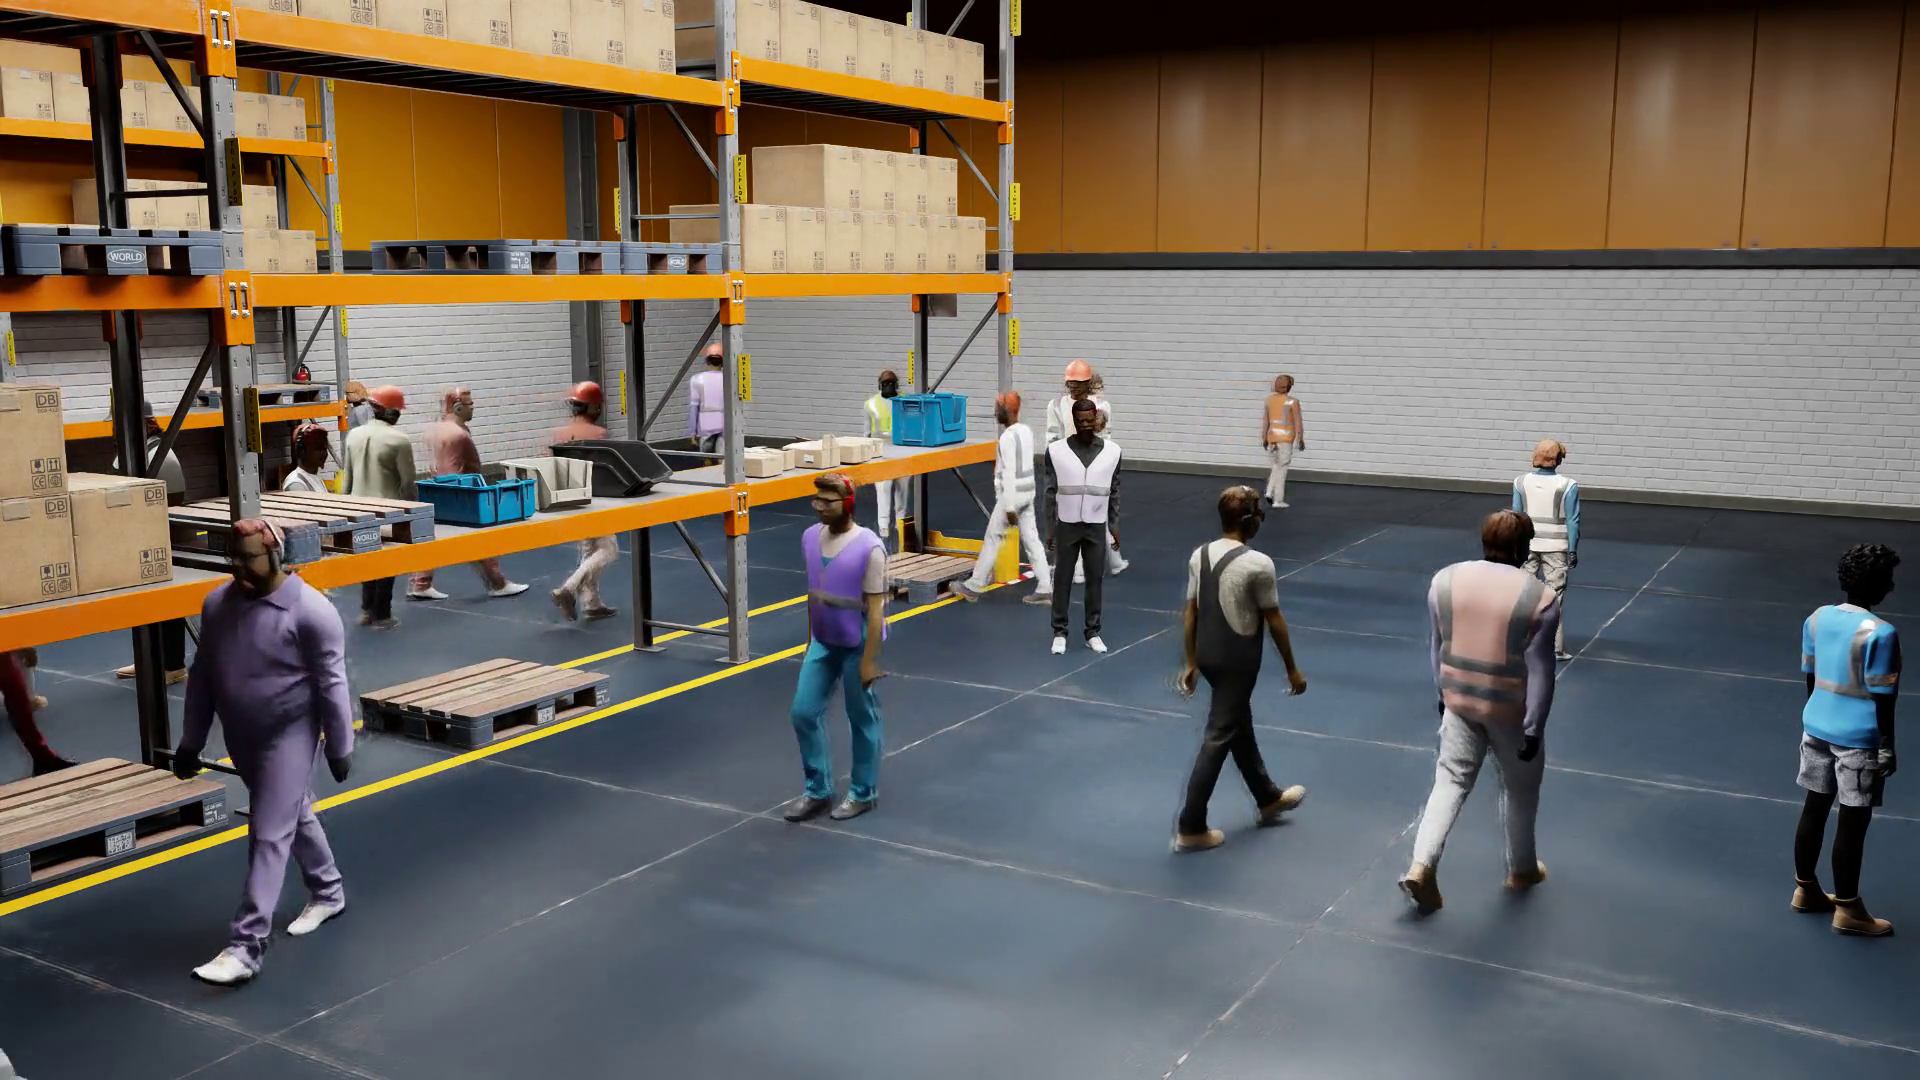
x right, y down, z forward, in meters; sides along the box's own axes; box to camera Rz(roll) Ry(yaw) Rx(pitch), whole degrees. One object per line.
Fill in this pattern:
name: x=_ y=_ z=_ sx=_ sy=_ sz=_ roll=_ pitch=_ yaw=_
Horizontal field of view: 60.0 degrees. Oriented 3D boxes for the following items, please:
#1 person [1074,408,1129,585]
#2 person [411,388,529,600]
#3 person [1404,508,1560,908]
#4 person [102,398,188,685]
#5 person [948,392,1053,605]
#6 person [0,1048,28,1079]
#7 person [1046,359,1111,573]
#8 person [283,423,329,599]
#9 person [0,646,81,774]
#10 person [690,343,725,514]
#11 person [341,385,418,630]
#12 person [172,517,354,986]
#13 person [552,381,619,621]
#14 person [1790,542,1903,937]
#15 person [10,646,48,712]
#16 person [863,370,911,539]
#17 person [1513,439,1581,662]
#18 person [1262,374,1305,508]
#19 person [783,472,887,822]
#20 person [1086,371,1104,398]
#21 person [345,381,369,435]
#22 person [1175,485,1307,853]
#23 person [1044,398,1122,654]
person: x=1.283 y=-0.413 z=15.348 sx=0.517 sy=1.602 sz=0.818 roll=5 pitch=10 yaw=30
person: x=-4.337 y=-0.394 z=14.457 sx=0.991 sy=1.853 sz=0.666 roll=-4 pitch=10 yaw=-25
person: x=2.358 y=0.752 z=7.469 sx=0.622 sy=1.808 sz=0.904 roll=8 pitch=12 yaw=41
person: x=-5.663 y=-0.008 z=11.469 sx=0.688 sy=2.000 sz=0.536 roll=8 pitch=12 yaw=41
person: x=0.403 y=-0.352 z=14.271 sx=0.844 sy=1.856 sz=0.589 roll=5 pitch=10 yaw=27
person: x=-3.320 y=1.089 z=5.174 sx=1.009 sy=1.856 sz=0.615 roll=-7 pitch=12 yaw=-38
person: x=1.111 y=-0.682 z=15.680 sx=0.613 sy=2.039 sz=0.393 roll=1 pitch=9 yaw=7
person: x=-4.177 y=0.189 z=10.731 sx=0.337 sy=1.882 sz=0.585 roll=-2 pitch=9 yaw=-12
person: x=-5.342 y=0.541 z=9.095 sx=0.538 sy=1.731 sz=0.917 roll=6 pitch=11 yaw=34
person: x=-2.900 y=-1.348 z=19.938 sx=0.627 sy=2.002 sz=0.957 roll=-1 pitch=9 yaw=-4
person: x=-4.620 y=-0.256 z=13.323 sx=0.637 sy=1.959 sz=0.524 roll=4 pitch=10 yaw=23
person: x=-2.881 y=0.830 z=6.828 sx=0.646 sy=1.854 sz=1.004 roll=4 pitch=10 yaw=24
person: x=-3.043 y=-0.293 z=13.445 sx=0.631 sy=1.975 sz=0.596 roll=8 pitch=12 yaw=40
person: x=3.850 y=0.850 z=7.199 sx=0.321 sy=1.692 sz=0.530 roll=-1 pitch=9 yaw=-9
person: x=-6.144 y=0.253 z=10.542 sx=0.649 sy=1.820 sz=0.605 roll=1 pitch=9 yaw=6
person: x=-0.735 y=-0.957 z=18.127 sx=0.627 sy=1.822 sz=0.815 roll=-1 pitch=9 yaw=-8
person: x=4.281 y=0.078 z=12.189 sx=0.510 sy=1.639 sz=0.308 roll=8 pitch=12 yaw=42
person: x=3.910 y=-1.190 z=20.157 sx=0.395 sy=1.627 sz=0.533 roll=-7 pitch=11 yaw=-36
person: x=-0.674 y=0.567 z=8.522 sx=0.596 sy=1.826 sz=0.642 roll=8 pitch=12 yaw=40
person: x=1.214 y=-0.661 z=15.914 sx=0.455 sy=1.917 sz=0.630 roll=7 pitch=11 yaw=37
person: x=-6.774 y=-0.969 z=18.735 sx=0.286 sy=1.633 sz=0.500 roll=-4 pitch=10 yaw=-25
person: x=1.435 y=0.622 z=8.278 sx=0.951 sy=1.796 sz=0.510 roll=-5 pitch=10 yaw=-29
person: x=0.919 y=-0.107 z=12.467 sx=0.590 sy=1.919 sz=0.395 roll=-1 pitch=9 yaw=-6
